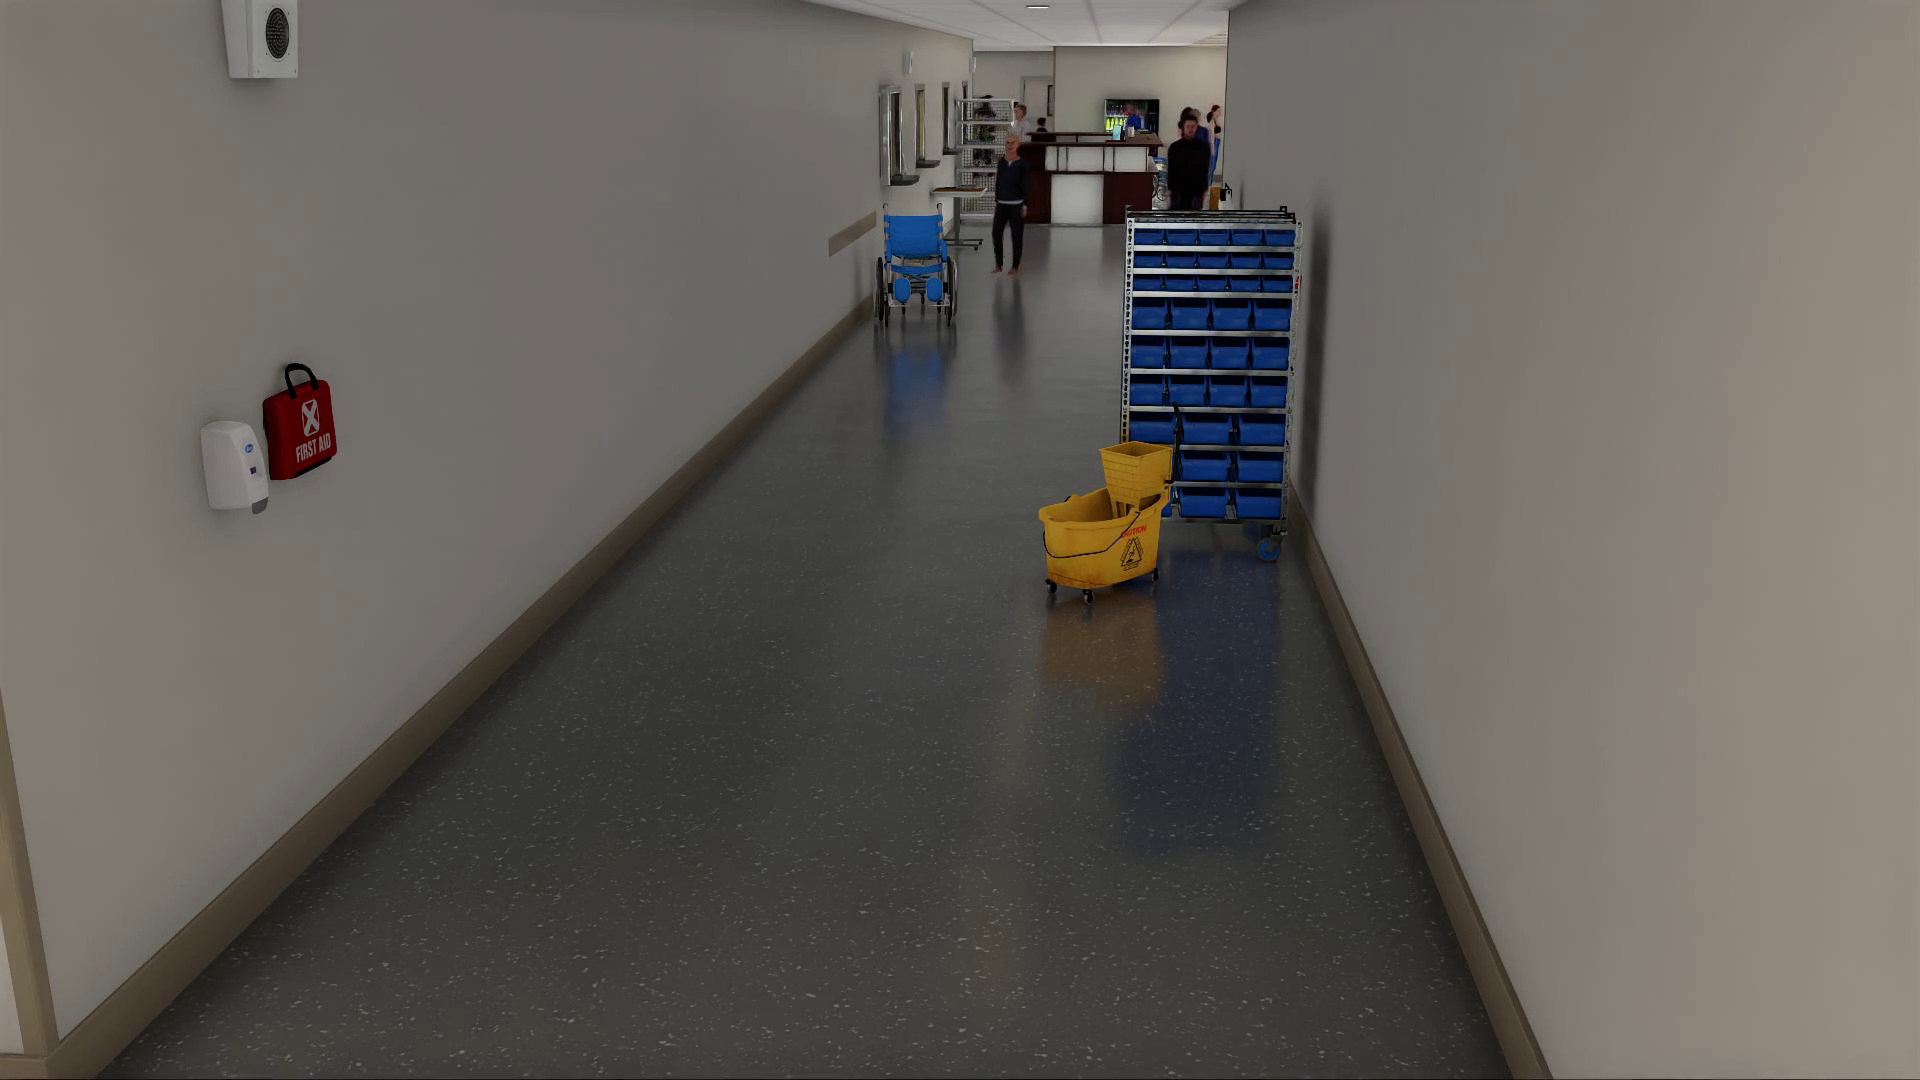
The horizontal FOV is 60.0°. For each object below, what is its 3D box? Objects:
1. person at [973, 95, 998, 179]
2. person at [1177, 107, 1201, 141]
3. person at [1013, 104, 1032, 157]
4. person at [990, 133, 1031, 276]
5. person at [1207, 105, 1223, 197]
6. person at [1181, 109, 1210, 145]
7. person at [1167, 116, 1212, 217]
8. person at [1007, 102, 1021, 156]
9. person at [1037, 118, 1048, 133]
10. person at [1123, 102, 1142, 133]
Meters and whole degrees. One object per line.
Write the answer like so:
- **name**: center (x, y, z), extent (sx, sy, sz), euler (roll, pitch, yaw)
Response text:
- **person**: center (0.545, -9.402, 38.843), extent (1.252, 1.893, 1.131), euler (8, 18, 26)
- **person**: center (4.301, -7.198, 31.251), extent (0.967, 1.771, 0.683), euler (2, 16, 6)
- **person**: center (1.286, -7.690, 32.933), extent (1.076, 1.805, 0.863), euler (-4, 16, -14)
- **person**: center (0.660, -4.158, 20.565), extent (0.717, 1.719, 0.817), euler (8, 18, 26)
- **person**: center (5.151, -7.902, 33.725), extent (0.614, 1.784, 0.620), euler (5, 17, 17)
- **person**: center (4.021, -6.427, 28.453), extent (1.081, 1.805, 0.691), euler (1, 16, 4)
- **person**: center (2.884, -4.409, 21.118), extent (0.561, 1.901, 0.740), euler (2, 16, 6)
- **person**: center (1.442, -11.042, 45.110), extent (0.646, 1.650, 0.630), euler (8, 18, 26)
- **person**: center (2.202, -10.736, 44.736), extent (0.566, 1.224, 0.640), euler (14, 21, 41)
- **person**: center (3.795, -8.389, 35.457), extent (1.216, 1.781, 0.865), euler (-2, 16, -5)
